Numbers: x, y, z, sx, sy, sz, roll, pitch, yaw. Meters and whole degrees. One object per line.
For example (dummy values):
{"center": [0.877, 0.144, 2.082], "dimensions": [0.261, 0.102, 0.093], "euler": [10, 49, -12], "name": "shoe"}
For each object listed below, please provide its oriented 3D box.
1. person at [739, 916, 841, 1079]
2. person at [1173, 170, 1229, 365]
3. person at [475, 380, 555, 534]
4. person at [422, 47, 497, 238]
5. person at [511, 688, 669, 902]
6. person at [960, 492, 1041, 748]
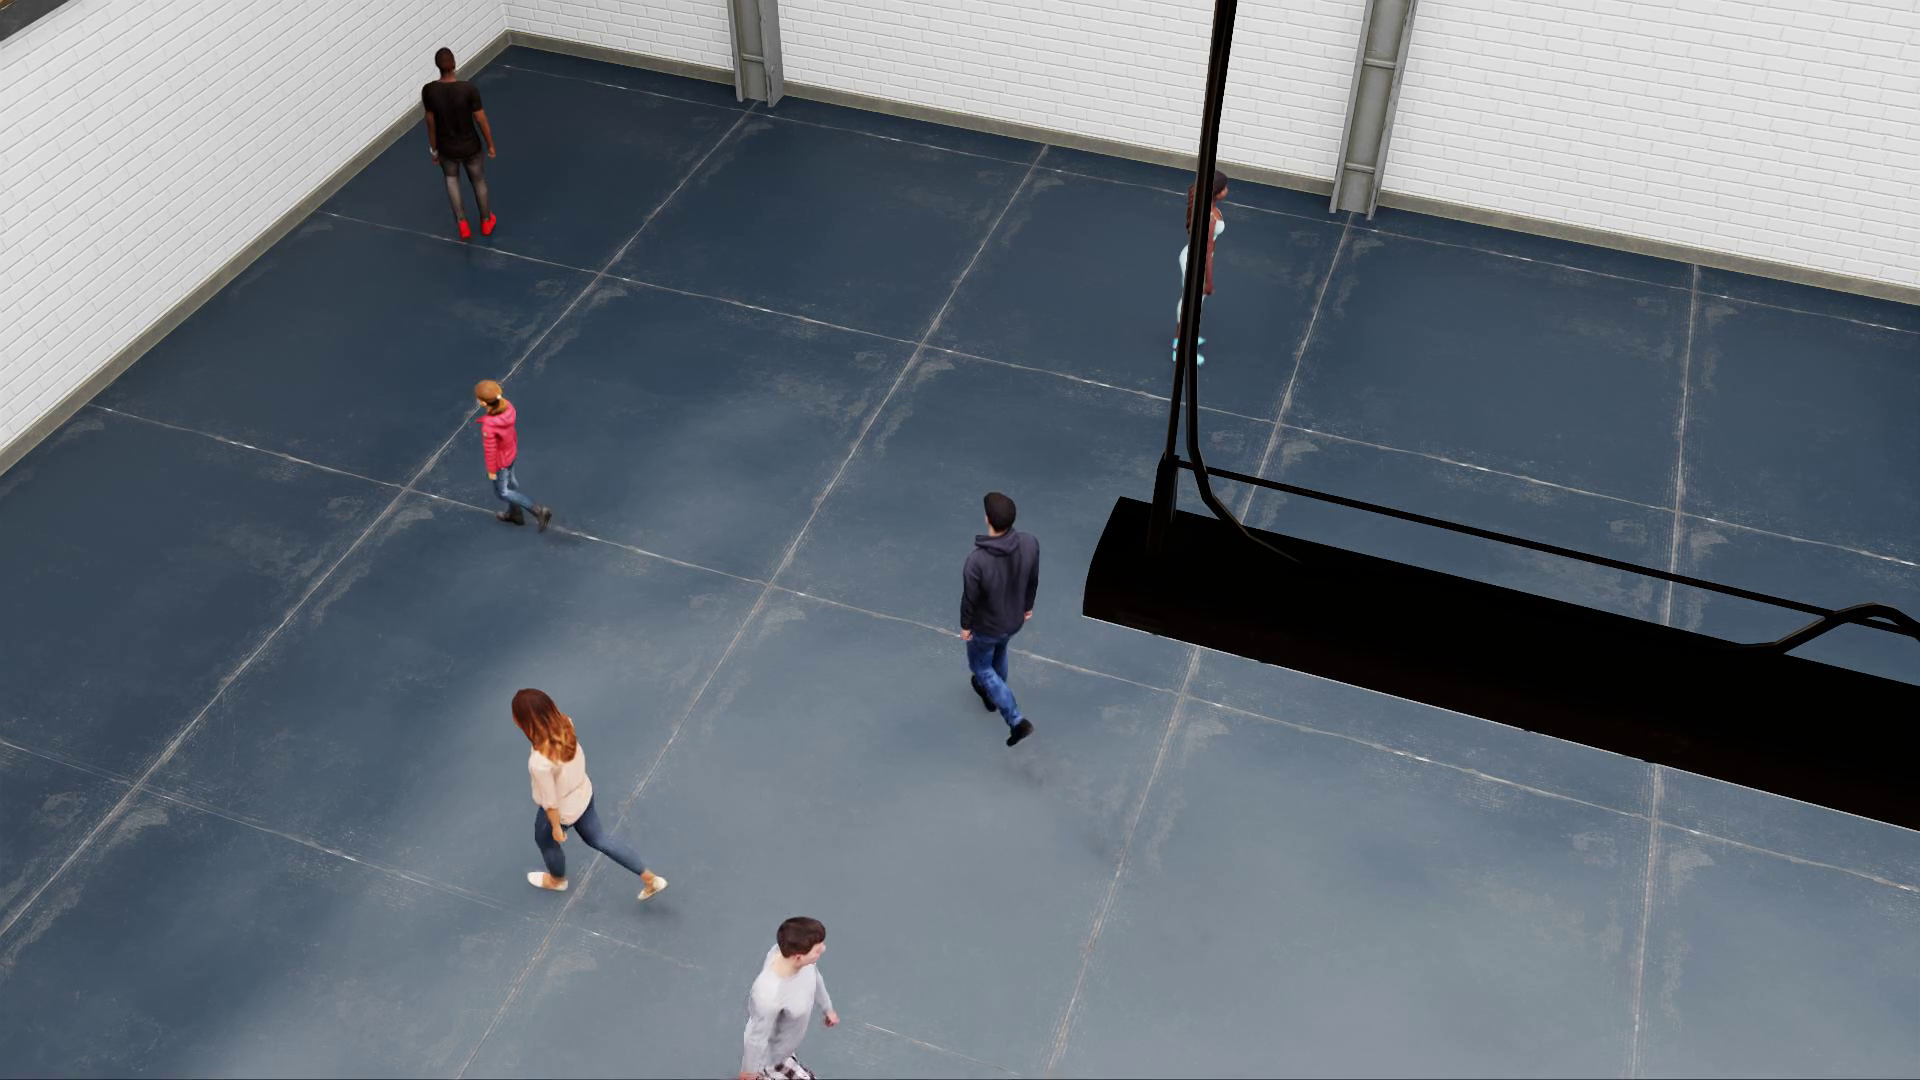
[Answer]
{"center": [-0.982, 2.465, 8.210], "dimensions": [0.854, 1.800, 0.697], "euler": [16, 46, 16], "name": "person"}
{"center": [1.863, -2.160, 13.119], "dimensions": [0.659, 1.725, 0.644], "euler": [-4, 44, -4], "name": "person"}
{"center": [-3.169, -0.563, 11.748], "dimensions": [0.762, 1.305, 0.578], "euler": [8, 44, 8], "name": "person"}
{"center": [-4.319, -3.366, 14.331], "dimensions": [0.854, 1.800, 0.924], "euler": [-6, 44, -6], "name": "person"}
{"center": [-2.102, 1.483, 9.274], "dimensions": [1.117, 1.754, 0.641], "euler": [12, 45, 12], "name": "person"}
{"center": [0.259, 0.525, 10.195], "dimensions": [1.026, 1.870, 1.132], "euler": [-23, 48, -23], "name": "person"}
